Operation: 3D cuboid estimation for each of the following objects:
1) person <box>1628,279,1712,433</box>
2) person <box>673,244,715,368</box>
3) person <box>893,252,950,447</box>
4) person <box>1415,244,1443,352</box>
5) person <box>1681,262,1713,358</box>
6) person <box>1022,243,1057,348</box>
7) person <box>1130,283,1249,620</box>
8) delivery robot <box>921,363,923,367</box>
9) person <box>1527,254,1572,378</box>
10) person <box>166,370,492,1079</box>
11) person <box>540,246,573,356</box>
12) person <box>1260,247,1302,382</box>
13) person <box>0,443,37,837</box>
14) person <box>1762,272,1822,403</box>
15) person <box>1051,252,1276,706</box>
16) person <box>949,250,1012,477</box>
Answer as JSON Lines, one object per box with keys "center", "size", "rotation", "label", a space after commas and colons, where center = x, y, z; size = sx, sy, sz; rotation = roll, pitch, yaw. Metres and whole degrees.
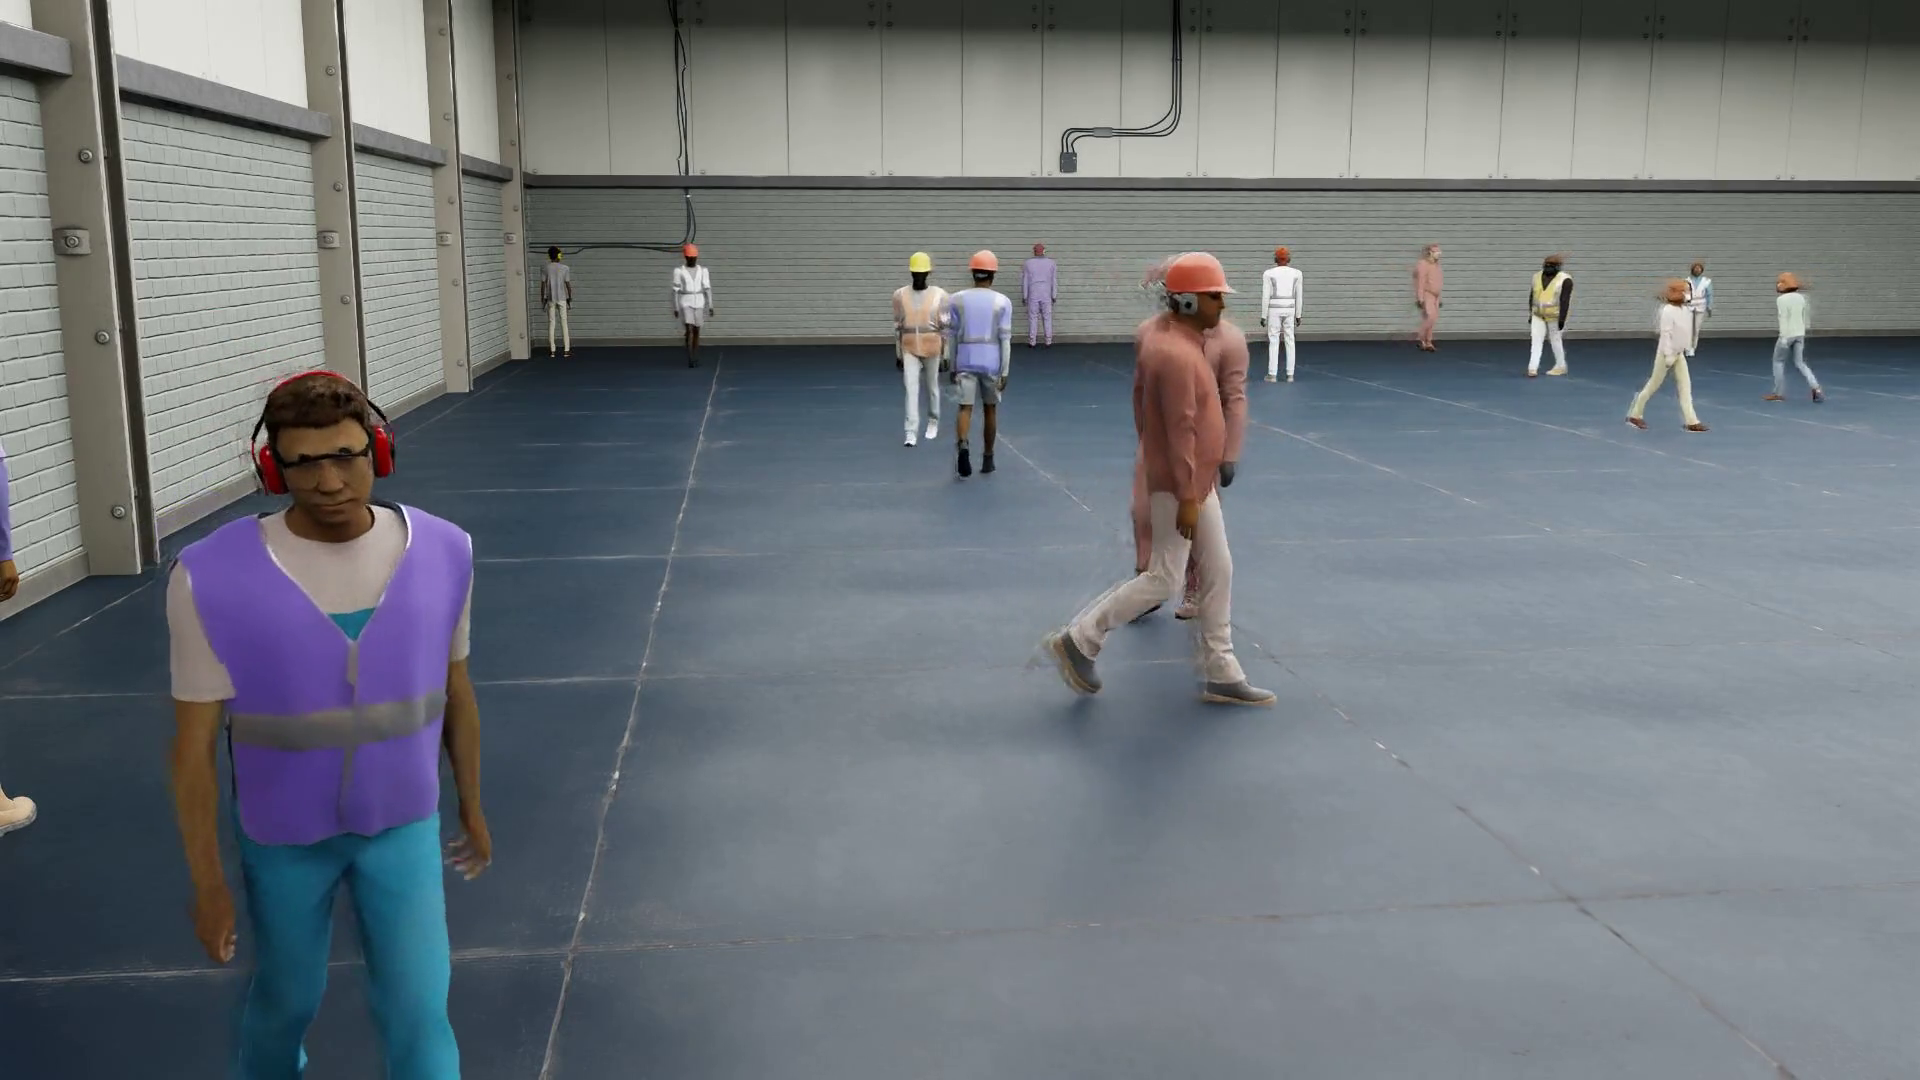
{"center": [7.414, -1.922, 17.349], "size": [0.518, 1.591, 0.866], "rotation": [-8, 13, -39], "label": "person"}
{"center": [-4.116, -3.632, 25.829], "size": [0.568, 1.904, 0.782], "rotation": [-5, 11, -26], "label": "person"}
{"center": [-0.364, -1.885, 16.389], "size": [0.599, 1.879, 1.029], "rotation": [2, 10, 10], "label": "person"}
{"center": [8.324, -4.267, 29.351], "size": [0.669, 1.894, 0.432], "rotation": [-10, 14, -44], "label": "person"}
{"center": [12.460, -3.905, 28.200], "size": [0.532, 1.596, 0.861], "rotation": [4, 11, 19], "label": "person"}
{"center": [1.448, -4.469, 30.448], "size": [0.652, 1.904, 0.403], "rotation": [-1, 10, -7], "label": "person"}
{"center": [1.152, -0.482, 8.664], "size": [0.667, 1.872, 0.716], "rotation": [6, 12, 29], "label": "person"}
{"center": [-0.586, -2.837, 24.945], "size": [0.477, 0.478, 0.707], "rotation": [-4, 11, -23], "label": "delivery robot"}
{"center": [8.507, -3.232, 24.041], "size": [0.666, 1.780, 0.930], "rotation": [10, 14, 43], "label": "person"}
{"center": [-1.213, 0.554, 3.258], "size": [0.620, 1.793, 0.980], "rotation": [-7, 13, -35], "label": "person"}
{"center": [-6.848, -4.043, 28.219], "size": [0.535, 1.865, 0.310], "rotation": [-1, 10, -7], "label": "person"}
{"center": [4.504, -3.160, 23.326], "size": [0.585, 1.881, 0.337], "rotation": [-1, 10, -7], "label": "person"}
{"center": [-3.457, 0.009, 5.523], "size": [0.615, 2.039, 0.386], "rotation": [-1, 10, -7], "label": "person"}
{"center": [10.254, -2.471, 20.347], "size": [0.514, 1.598, 0.661], "rotation": [-6, 12, -28], "label": "person"}
{"center": [0.892, -0.247, 7.154], "size": [0.906, 1.971, 0.621], "rotation": [3, 11, 17], "label": "person"}
{"center": [0.162, -1.478, 14.017], "size": [0.549, 1.917, 0.808], "rotation": [1, 10, 6], "label": "person"}
